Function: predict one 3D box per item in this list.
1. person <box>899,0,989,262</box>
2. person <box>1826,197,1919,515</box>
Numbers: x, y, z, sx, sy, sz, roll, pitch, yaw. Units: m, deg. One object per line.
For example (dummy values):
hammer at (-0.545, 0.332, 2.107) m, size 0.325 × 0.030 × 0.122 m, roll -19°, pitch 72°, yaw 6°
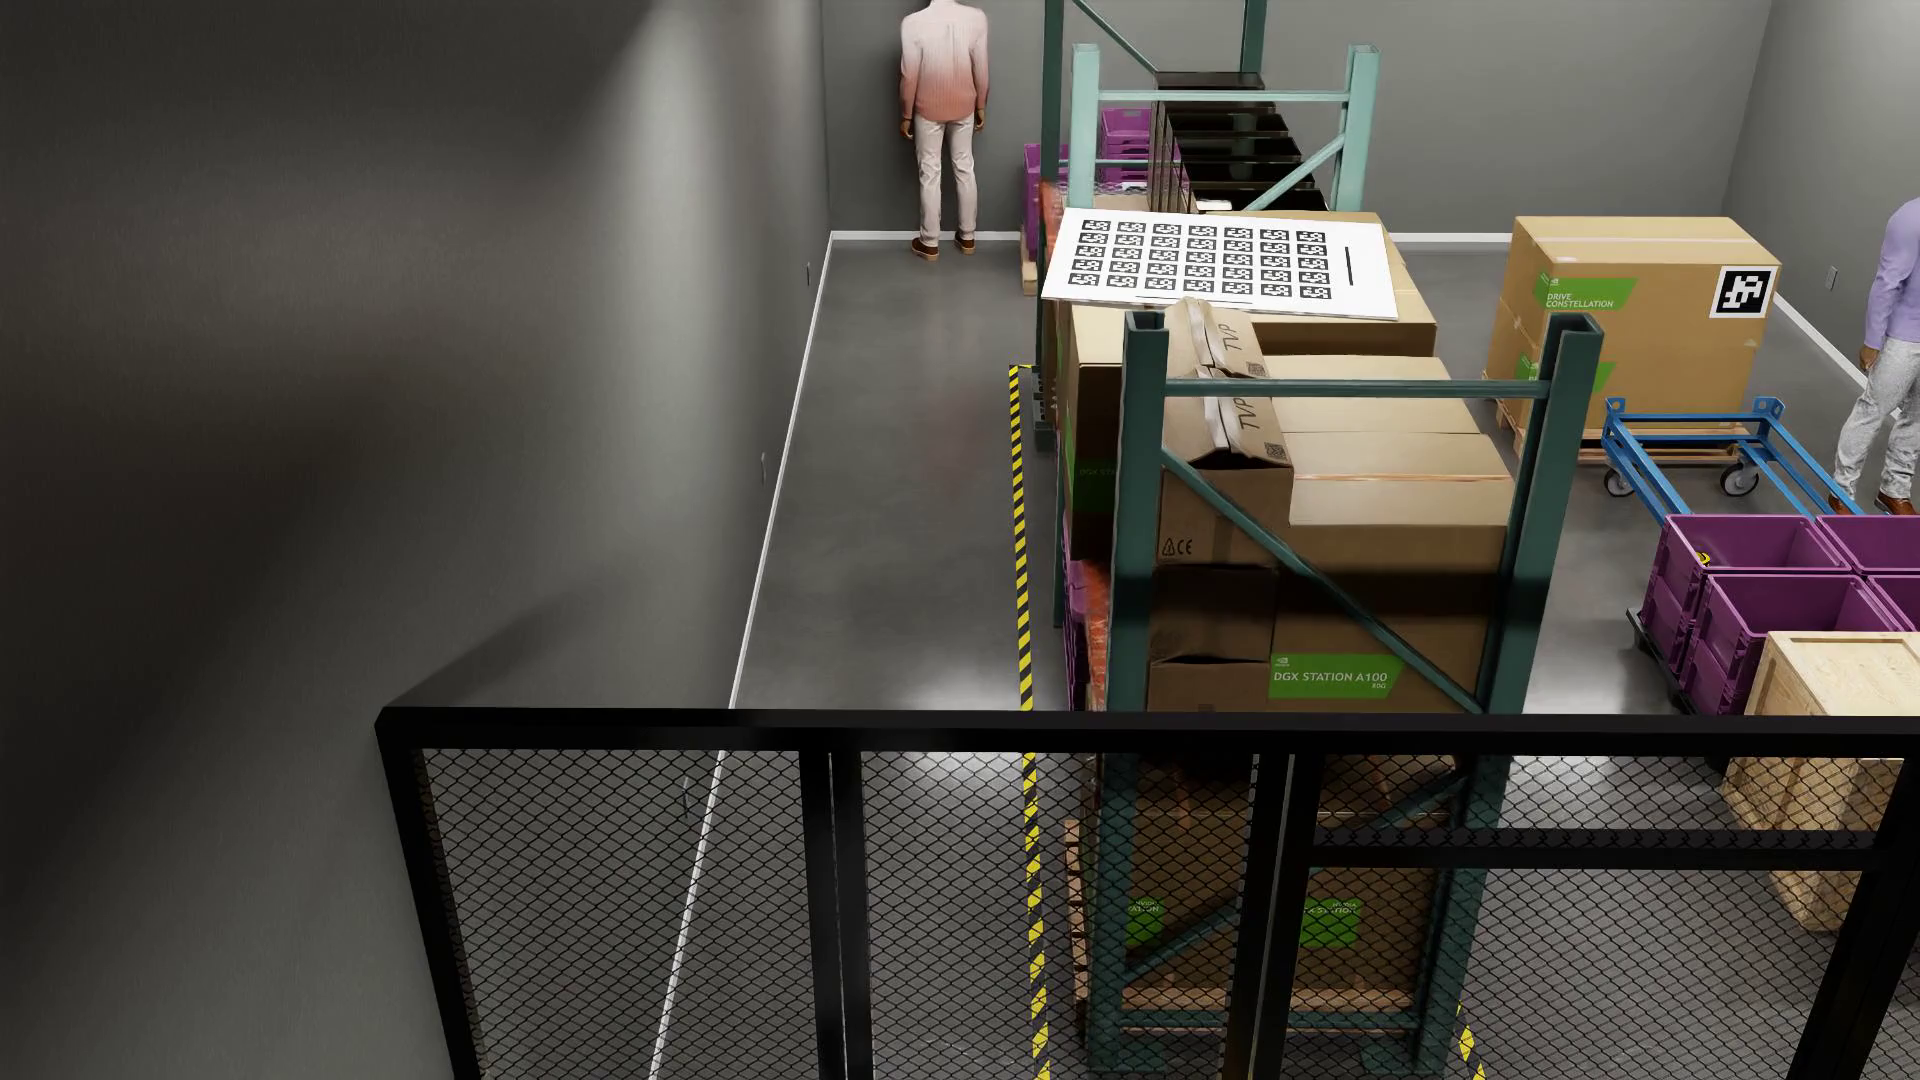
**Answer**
person at (-0.112, -2.819, 10.843) m, size 0.625 × 1.992 × 0.386 m, roll -13°, pitch 33°, yaw -20°
person at (4.527, -0.945, 7.785) m, size 0.630 × 1.940 × 0.372 m, roll -1°, pitch 31°, yaw -2°
